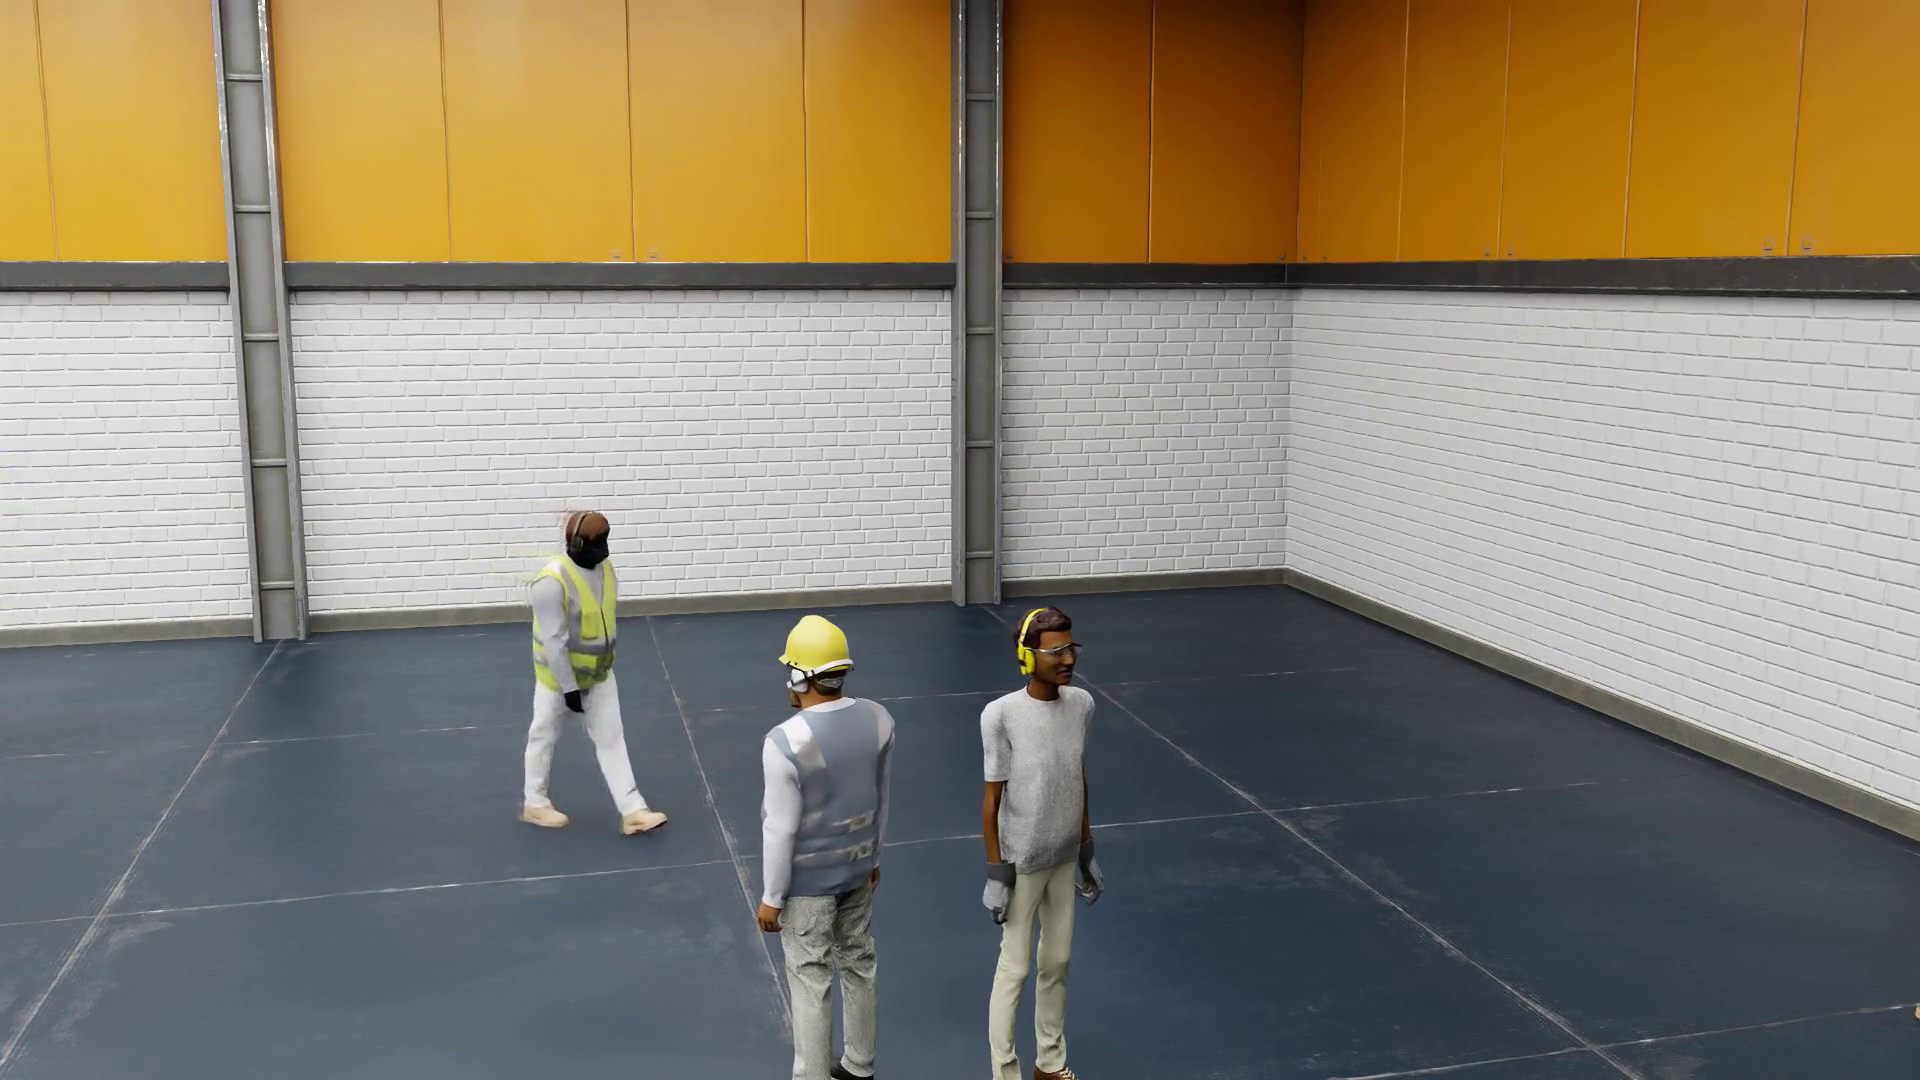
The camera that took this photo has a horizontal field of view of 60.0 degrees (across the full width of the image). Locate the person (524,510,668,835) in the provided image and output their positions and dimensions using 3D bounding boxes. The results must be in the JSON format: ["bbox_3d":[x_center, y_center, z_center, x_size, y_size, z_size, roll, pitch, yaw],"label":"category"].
[{"bbox_3d":[-2.040,0.722,8.962,0.929,1.785,0.624,5,10,29],"label":"person"}]

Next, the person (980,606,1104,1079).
[{"bbox_3d":[0.302,1.156,5.947,0.518,1.876,0.326,-7,12,-38],"label":"person"}]

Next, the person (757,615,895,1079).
[{"bbox_3d":[-0.499,1.174,5.964,0.404,1.833,0.587,8,12,40],"label":"person"}]

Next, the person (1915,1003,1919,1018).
[{"bbox_3d":[4.070,1.053,6.564,0.356,1.883,0.573,-2,9,-12],"label":"person"}]
